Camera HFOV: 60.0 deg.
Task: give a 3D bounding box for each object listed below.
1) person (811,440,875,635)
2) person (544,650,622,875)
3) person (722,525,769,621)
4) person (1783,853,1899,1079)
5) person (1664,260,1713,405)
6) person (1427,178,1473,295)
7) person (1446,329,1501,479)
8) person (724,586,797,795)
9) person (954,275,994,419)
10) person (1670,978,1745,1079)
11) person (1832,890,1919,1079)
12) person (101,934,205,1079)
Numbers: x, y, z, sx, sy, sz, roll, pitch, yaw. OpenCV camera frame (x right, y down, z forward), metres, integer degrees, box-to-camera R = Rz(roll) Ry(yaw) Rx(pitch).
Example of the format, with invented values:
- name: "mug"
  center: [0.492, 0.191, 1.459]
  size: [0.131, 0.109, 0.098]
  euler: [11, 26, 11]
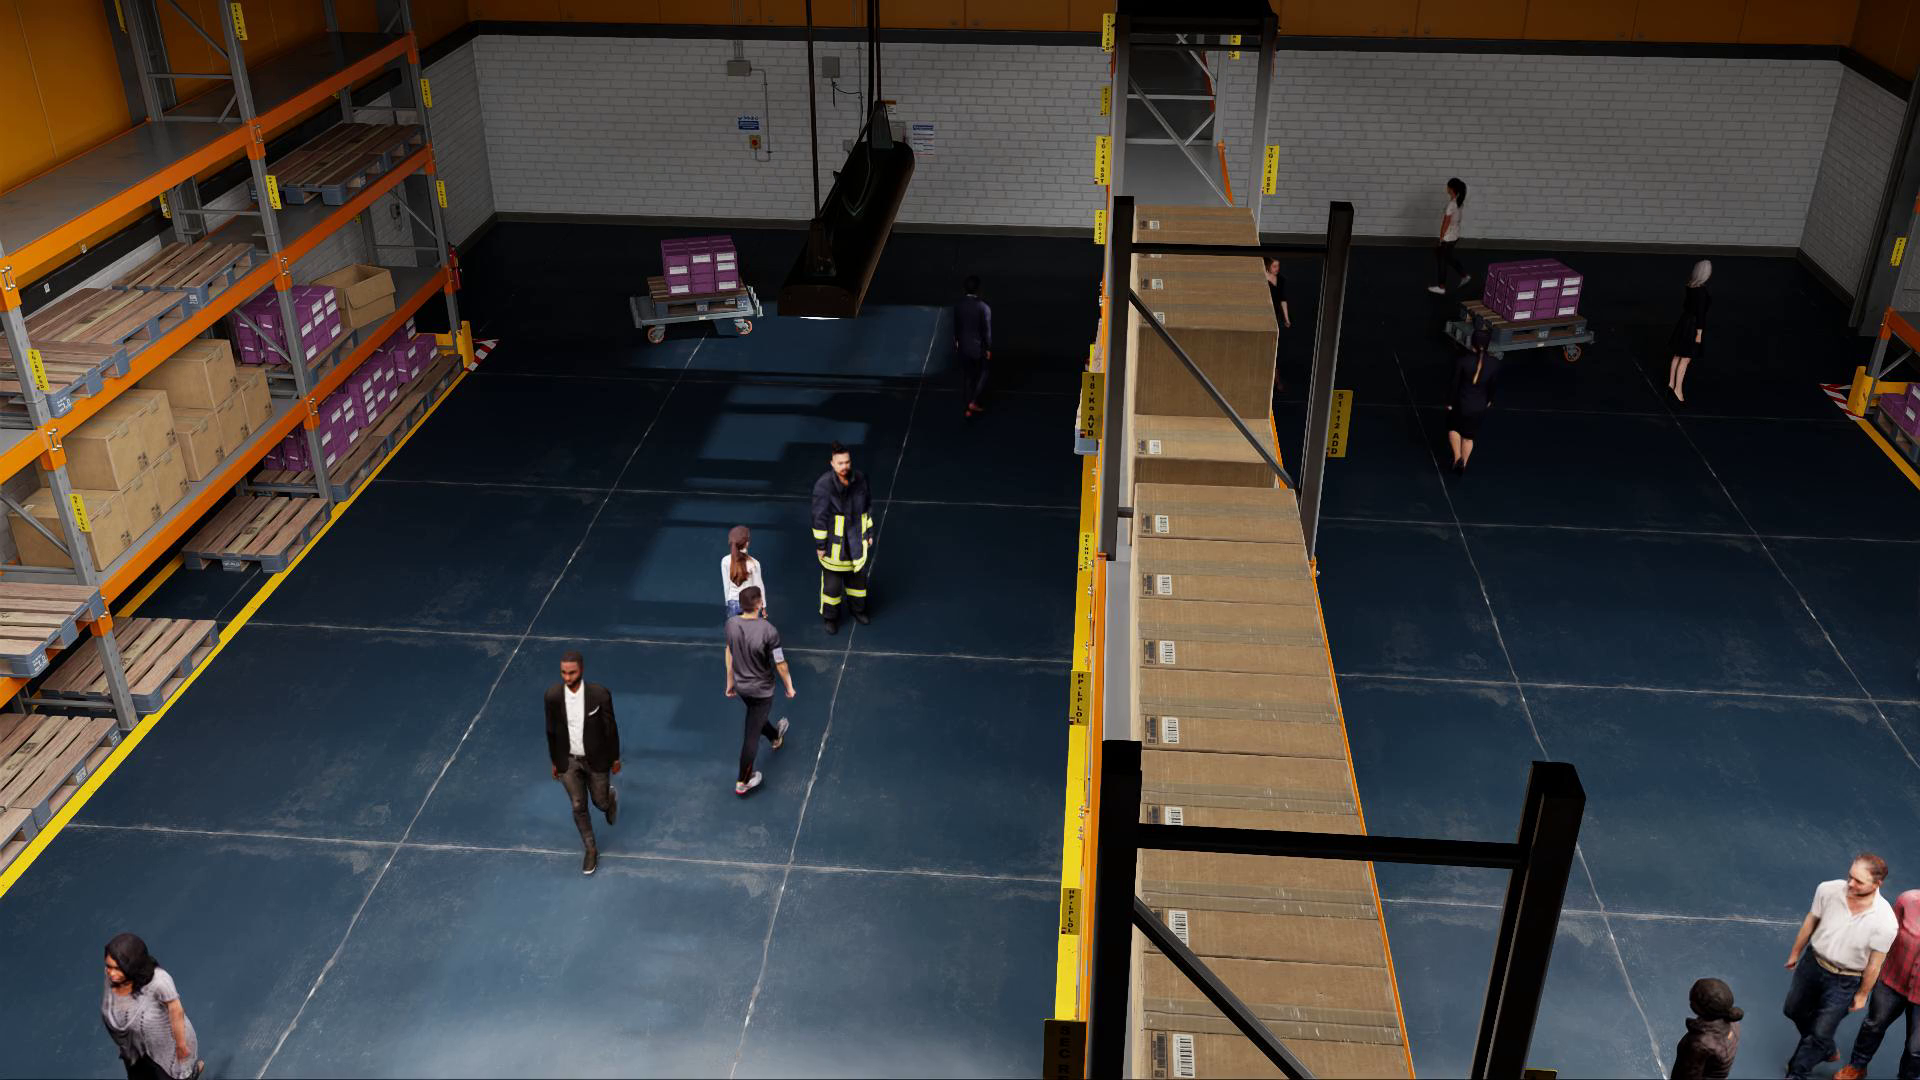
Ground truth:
- name: "person"
  center: [-1.051, -0.054, 15.087]
  size: [0.883, 1.862, 0.899]
  euler: [-14, 32, -24]
- name: "person"
  center: [-2.744, 1.567, 12.197]
  size: [0.694, 1.785, 0.922]
  euler: [0, 29, 1]
- name: "person"
  center: [-1.854, 0.575, 14.251]
  size: [0.547, 1.558, 0.537]
  euler: [5, 29, 9]
- name: "person"
  center: [5.375, 2.641, 10.163]
  size: [0.933, 1.847, 0.882]
  euler: [-13, 31, -22]
- name: "person"
  center: [8.631, -2.473, 19.642]
  size: [0.668, 1.747, 0.506]
  euler: [1, 29, 2]
- name: "person"
  center: [6.792, -4.133, 22.809]
  size: [0.841, 1.628, 0.834]
  euler: [20, 34, 32]
- name: "person"
  center: [5.461, -1.411, 17.783]
  size: [0.757, 1.662, 0.715]
  euler: [-3, 29, -5]
- name: "person"
  center: [-1.648, 1.206, 12.927]
  size: [0.921, 1.719, 1.199]
  euler: [13, 31, 22]
- name: "person"
  center: [0.113, -2.192, 19.156]
  size: [0.765, 1.720, 0.752]
  euler: [15, 32, 25]
- name: "person"
  center: [4.156, 3.152, 9.420]
  size: [0.696, 1.660, 0.758]
  euler: [-16, 33, -27]
- name: "person"
  center: [5.798, 2.696, 10.080]
  size: [0.797, 1.829, 0.756]
  euler: [-24, 37, -37]
- name: "person"
  center: [-4.768, 2.911, 9.929]
  size: [0.744, 1.597, 0.847]
  euler: [9, 30, 17]
